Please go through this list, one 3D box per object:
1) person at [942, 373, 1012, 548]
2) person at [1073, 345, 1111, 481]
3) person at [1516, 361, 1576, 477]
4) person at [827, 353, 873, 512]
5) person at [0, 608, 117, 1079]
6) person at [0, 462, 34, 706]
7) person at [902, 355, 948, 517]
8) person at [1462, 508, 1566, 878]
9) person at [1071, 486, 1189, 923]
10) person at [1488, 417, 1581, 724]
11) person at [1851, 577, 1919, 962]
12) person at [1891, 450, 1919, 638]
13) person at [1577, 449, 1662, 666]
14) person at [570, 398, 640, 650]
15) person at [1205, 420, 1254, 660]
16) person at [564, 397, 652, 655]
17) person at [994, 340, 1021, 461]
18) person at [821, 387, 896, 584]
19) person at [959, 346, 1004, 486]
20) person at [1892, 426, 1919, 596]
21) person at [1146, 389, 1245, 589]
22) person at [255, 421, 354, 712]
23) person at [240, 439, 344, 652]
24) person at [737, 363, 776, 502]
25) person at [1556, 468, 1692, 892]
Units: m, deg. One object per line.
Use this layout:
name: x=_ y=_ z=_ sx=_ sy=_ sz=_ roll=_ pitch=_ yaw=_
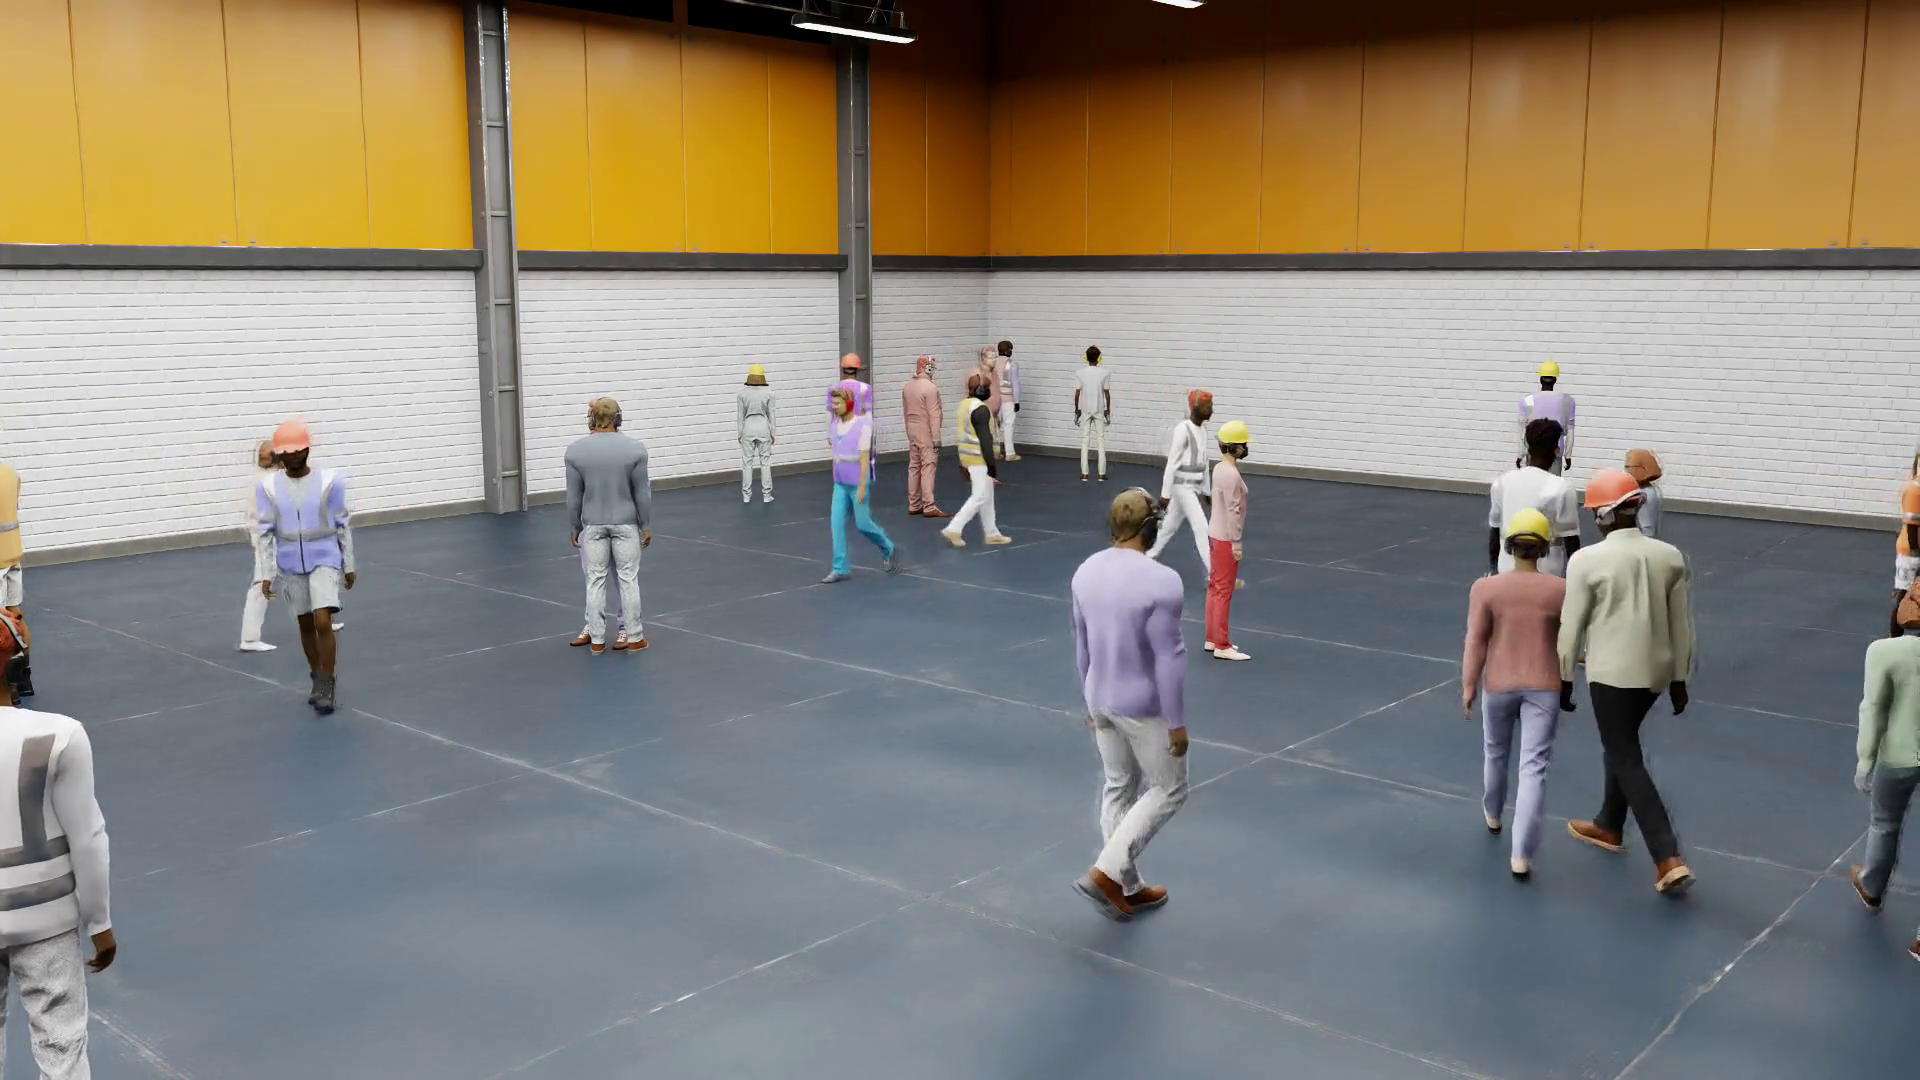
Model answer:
person: x=0.178 y=-0.822 z=17.322 sx=0.758 sy=1.819 sz=0.637 roll=-2 pitch=9 yaw=-11
person: x=1.822 y=-1.744 z=22.955 sx=0.547 sy=1.872 sz=0.338 roll=2 pitch=9 yaw=10
person: x=6.231 y=-0.943 z=17.732 sx=0.588 sy=1.927 sz=0.371 roll=2 pitch=9 yaw=10
person: x=-1.330 y=-1.315 z=20.177 sx=0.559 sy=1.885 sz=0.987 roll=0 pitch=9 yaw=-1
person: x=-2.783 y=1.127 z=4.875 sx=0.574 sy=1.883 sz=0.360 roll=-1 pitch=9 yaw=-7
person: x=-6.385 y=0.134 z=10.943 sx=0.366 sy=1.937 sz=0.542 roll=-1 pitch=9 yaw=-6
person: x=-0.401 y=-1.218 z=19.543 sx=0.407 sy=1.904 sz=0.639 roll=-6 pitch=11 yaw=-34
person: x=2.716 y=0.700 z=8.070 sx=0.522 sy=1.709 sz=0.912 roll=3 pitch=10 yaw=19
person: x=0.716 y=0.732 z=7.217 sx=0.500 sy=1.928 sz=0.653 roll=-7 pitch=11 yaw=-37
person: x=3.706 y=0.192 z=10.572 sx=0.659 sy=1.946 sz=0.605 roll=-5 pitch=10 yaw=-28
person: x=4.059 y=0.923 z=7.050 sx=0.522 sy=1.584 sz=0.867 roll=3 pitch=9 yaw=16
person: x=7.004 y=0.102 z=11.925 sx=0.562 sy=1.675 sz=0.603 roll=-5 pitch=10 yaw=-29
person: x=4.743 y=0.150 z=11.895 sx=0.800 sy=1.599 sz=0.503 roll=4 pitch=10 yaw=23
person: x=-2.705 y=-0.120 z=12.633 sx=0.638 sy=1.909 sz=0.407 roll=4 pitch=10 yaw=23
person: x=1.995 y=-0.002 z=12.327 sx=0.322 sy=1.769 sz=0.523 roll=0 pitch=9 yaw=-3
person: x=-2.609 y=-0.097 z=12.406 sx=0.627 sy=1.934 sz=0.371 roll=0 pitch=9 yaw=-3
person: x=0.677 y=-2.135 z=25.488 sx=0.625 sy=1.843 sz=0.430 roll=8 pitch=12 yaw=41
person: x=-0.959 y=-0.521 z=15.447 sx=0.583 sy=1.812 sz=0.794 roll=8 pitch=12 yaw=41
person: x=0.318 y=-1.663 z=22.371 sx=0.492 sy=1.887 sz=0.666 roll=5 pitch=10 yaw=26
person: x=8.469 y=-0.392 z=14.456 sx=0.317 sy=1.870 sz=0.523 roll=-3 pitch=10 yaw=-18
person: x=2.044 y=-0.457 z=15.061 sx=1.085 sy=1.812 sz=0.592 roll=4 pitch=10 yaw=25
person: x=-4.249 y=0.178 z=10.770 sx=0.552 sy=1.900 sz=0.766 roll=-1 pitch=9 yaw=-8
person: x=-5.103 y=0.038 z=12.608 sx=0.830 sy=1.602 sz=0.535 roll=-5 pitch=10 yaw=-27
person: x=-2.544 y=-1.335 z=20.800 sx=0.485 sy=1.737 sz=0.319 roll=-1 pitch=9 yaw=-5
person: x=3.178 y=0.641 z=7.802 sx=0.613 sy=1.943 sz=0.983 roll=-3 pitch=10 yaw=-18
